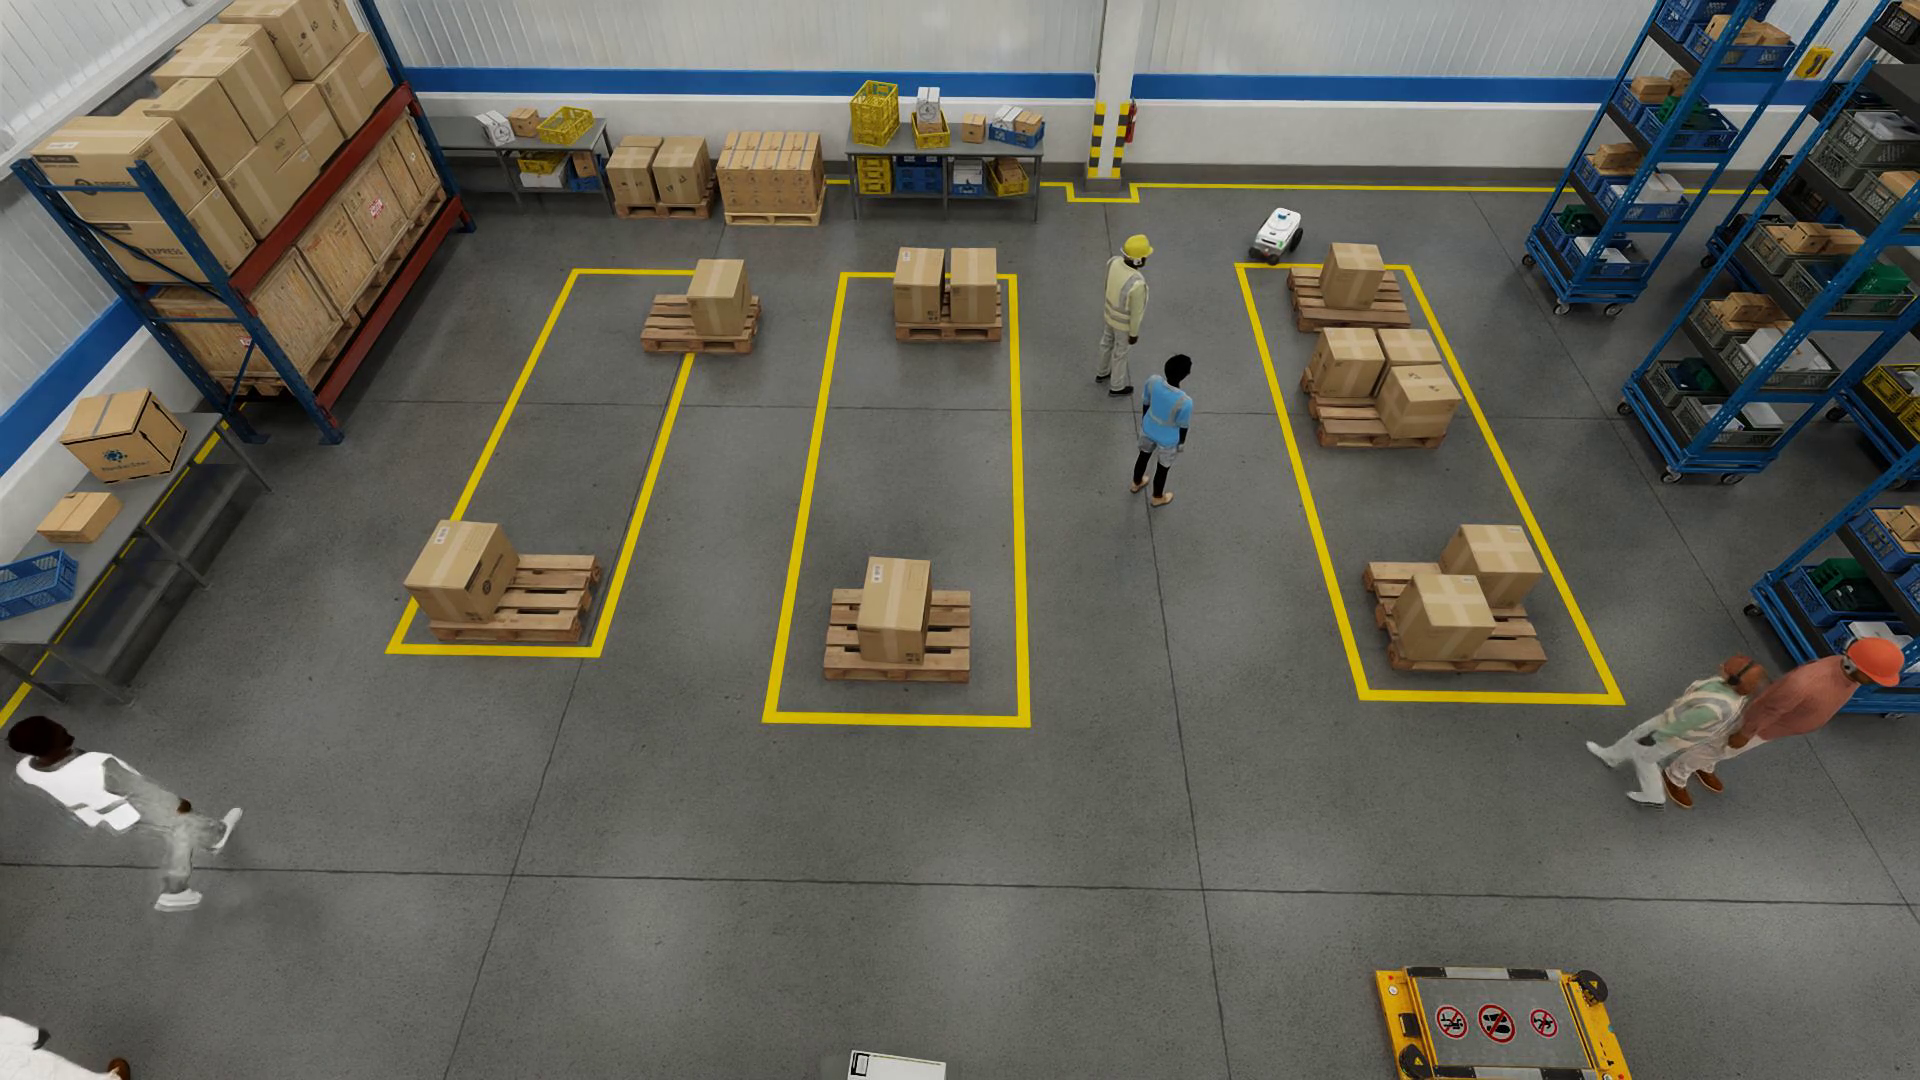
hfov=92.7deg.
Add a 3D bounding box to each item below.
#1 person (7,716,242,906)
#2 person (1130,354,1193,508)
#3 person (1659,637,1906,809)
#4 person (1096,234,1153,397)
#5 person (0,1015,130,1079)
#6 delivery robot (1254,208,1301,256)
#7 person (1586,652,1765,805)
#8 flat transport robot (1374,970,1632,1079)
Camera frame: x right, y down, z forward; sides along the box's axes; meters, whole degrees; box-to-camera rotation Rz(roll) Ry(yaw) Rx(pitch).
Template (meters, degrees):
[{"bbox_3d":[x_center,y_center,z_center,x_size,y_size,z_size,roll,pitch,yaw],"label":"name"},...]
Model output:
[{"bbox_3d":[-5.463,1.756,5.994,0.604,1.901,0.718,5,51,4],"label":"person"},{"bbox_3d":[1.848,-0.989,8.359,0.322,1.697,0.530,-32,58,-23],"label":"person"},{"bbox_3d":[5.647,1.260,6.337,0.622,1.992,0.396,-16,53,-13],"label":"person"},{"bbox_3d":[1.665,-2.278,9.324,0.404,1.833,0.591,-18,53,-14],"label":"person"},{"bbox_3d":[-5.469,2.920,5.050,0.645,1.896,0.400,-33,58,-24],"label":"person"},{"bbox_3d":[3.937,-3.830,11.350,0.477,0.478,0.707,26,55,20],"label":"delivery robot"},{"bbox_3d":[5.125,1.345,6.504,0.537,1.622,0.579,-36,59,-26],"label":"person"},{"bbox_3d":[3.501,3.133,5.914,1.431,0.197,0.652,1,51,1],"label":"flat transport robot"}]
